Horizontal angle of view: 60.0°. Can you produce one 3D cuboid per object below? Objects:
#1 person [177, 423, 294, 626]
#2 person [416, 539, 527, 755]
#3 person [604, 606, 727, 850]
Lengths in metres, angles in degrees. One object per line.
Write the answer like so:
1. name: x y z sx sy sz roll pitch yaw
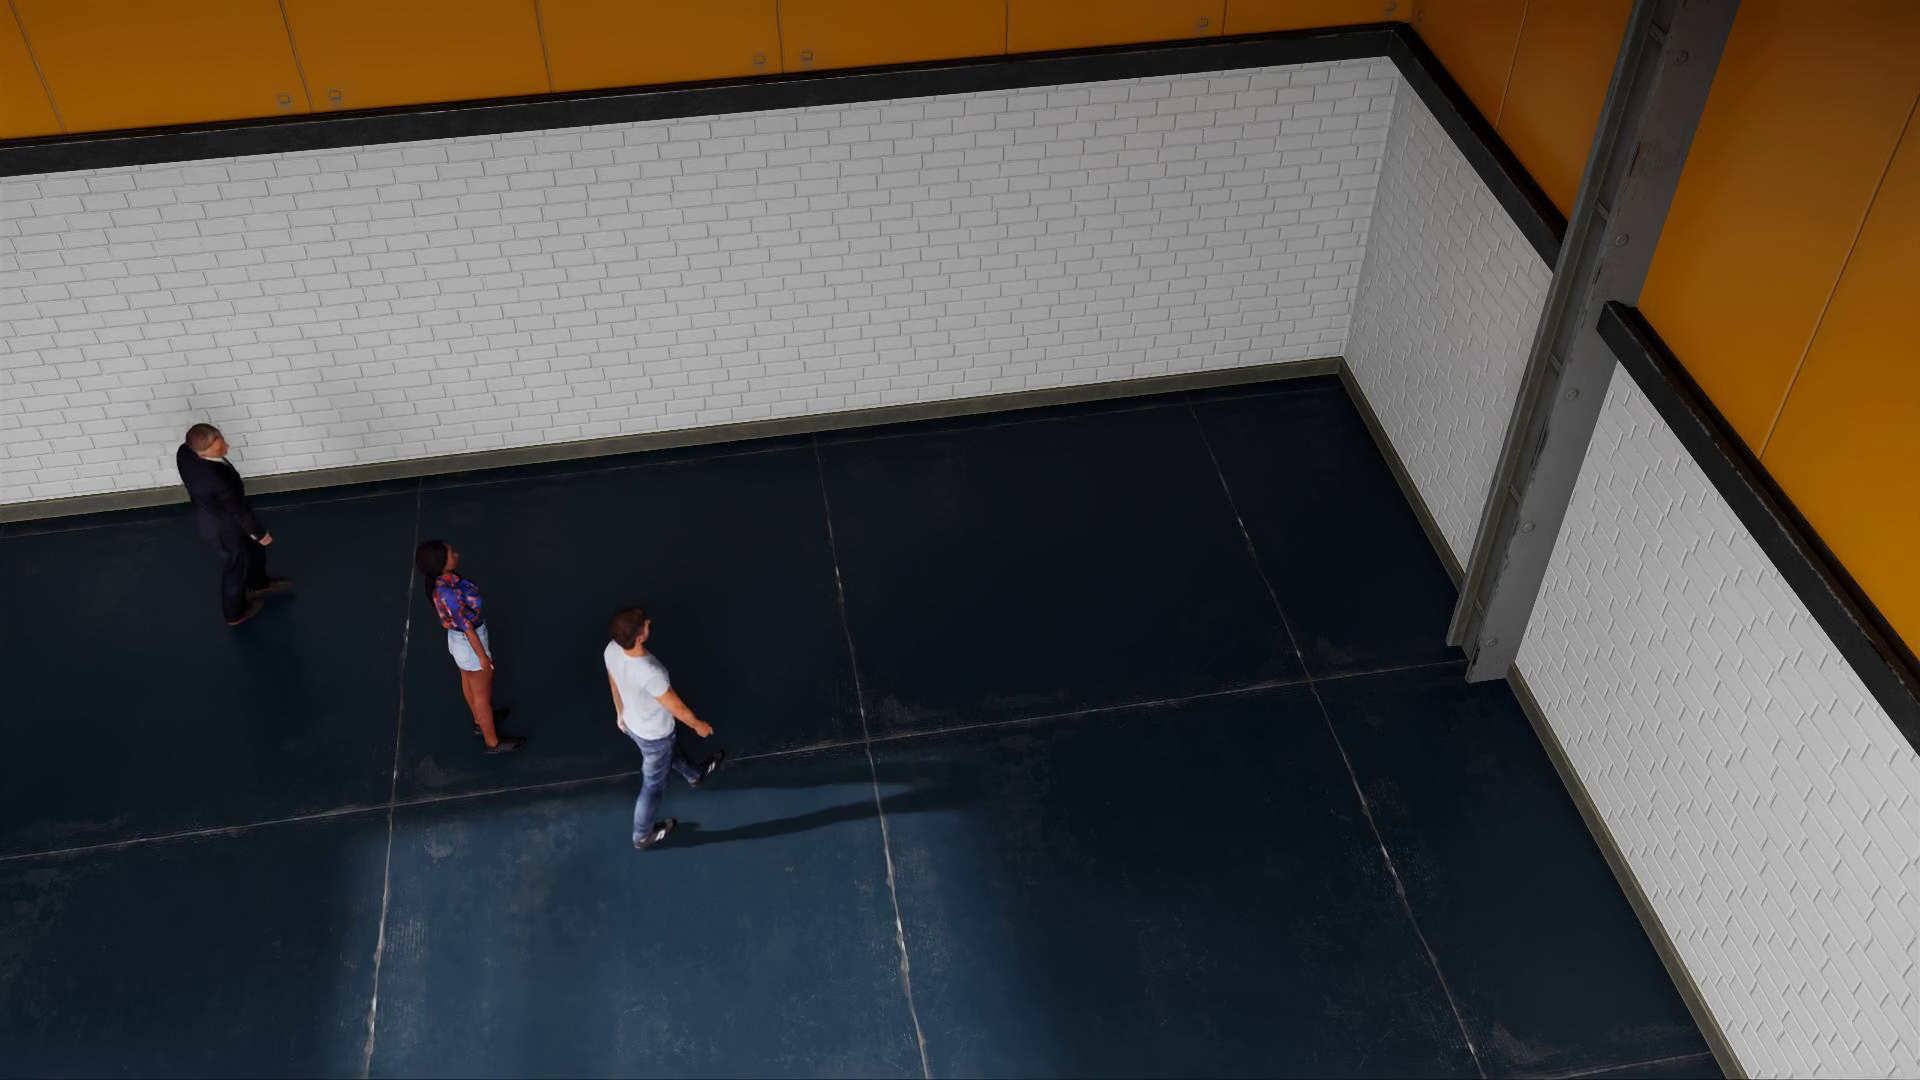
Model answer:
1. person: -4.917 -0.116 10.993 0.863 1.764 0.971 30 51 28
2. person: -3.025 0.642 10.216 0.713 1.737 0.573 -22 48 -22
3. person: -1.839 1.136 9.626 1.029 1.835 1.074 -33 53 -30
